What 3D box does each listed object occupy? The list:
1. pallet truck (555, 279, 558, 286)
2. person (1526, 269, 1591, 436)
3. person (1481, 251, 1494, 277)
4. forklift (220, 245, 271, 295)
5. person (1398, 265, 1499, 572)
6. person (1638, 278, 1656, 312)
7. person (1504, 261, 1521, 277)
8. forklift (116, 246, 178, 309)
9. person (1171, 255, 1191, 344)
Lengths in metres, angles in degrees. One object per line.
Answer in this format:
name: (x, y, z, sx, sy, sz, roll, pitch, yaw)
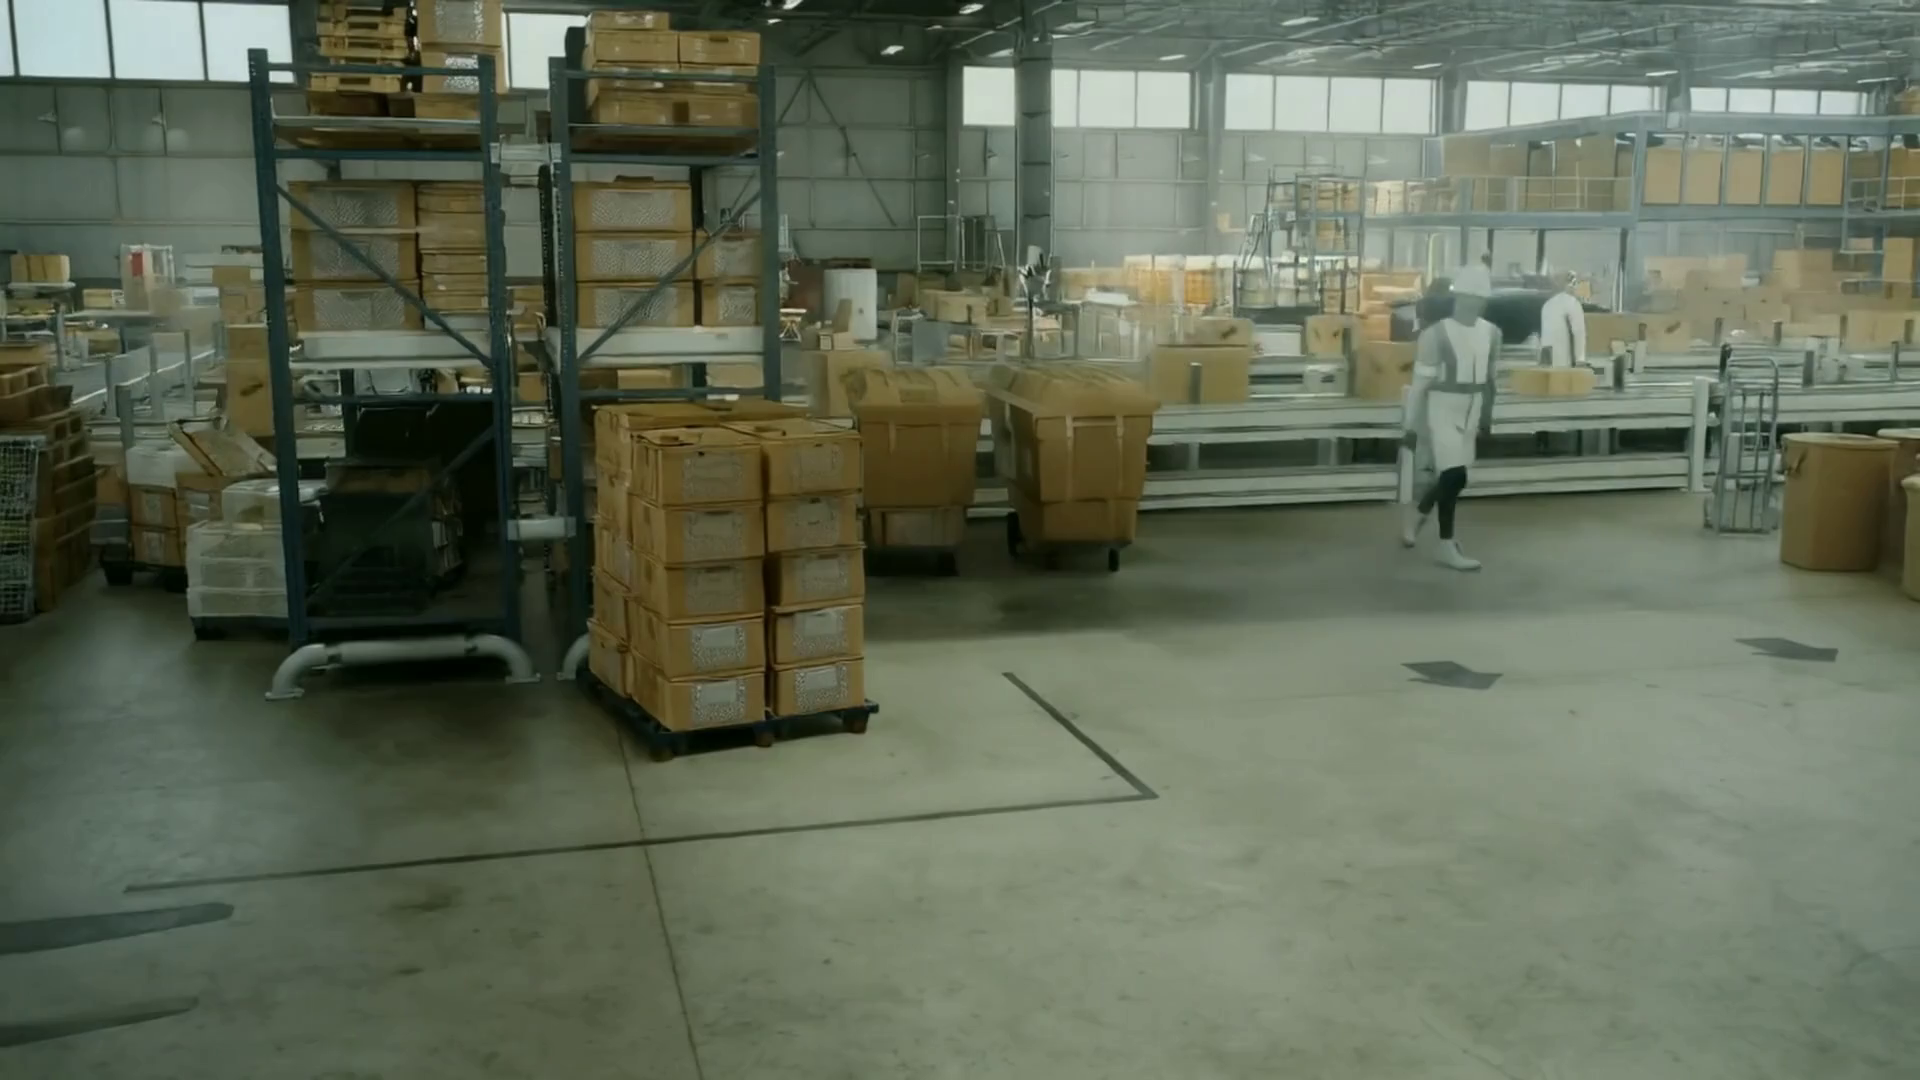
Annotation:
pallet truck: (-10.604, -6.375, 44.520, 0.653, 1.274, 1.630, -3, 10, -15)
person: (6.646, -2.057, 18.445, 0.861, 1.882, 0.647, -1, 10, -6)
person: (13.623, -6.482, 43.174, 0.402, 1.990, 0.622, 3, 10, 17)
forklift: (-17.749, -6.334, 41.440, 1.157, 1.987, 2.680, -3, 10, -17)
person: (3.220, -0.830, 11.133, 0.616, 2.013, 0.807, -5, 11, -28)
person: (11.373, -3.502, 27.404, 0.646, 1.618, 0.502, -2, 10, -12)
person: (11.728, -5.002, 35.284, 0.598, 1.826, 0.403, 5, 11, 26)
forklift: (-19.966, -6.232, 40.894, 1.157, 1.987, 2.680, -3, 10, -15)
person: (4.767, -5.137, 35.719, 0.374, 1.934, 0.548, -5, 11, -26)
